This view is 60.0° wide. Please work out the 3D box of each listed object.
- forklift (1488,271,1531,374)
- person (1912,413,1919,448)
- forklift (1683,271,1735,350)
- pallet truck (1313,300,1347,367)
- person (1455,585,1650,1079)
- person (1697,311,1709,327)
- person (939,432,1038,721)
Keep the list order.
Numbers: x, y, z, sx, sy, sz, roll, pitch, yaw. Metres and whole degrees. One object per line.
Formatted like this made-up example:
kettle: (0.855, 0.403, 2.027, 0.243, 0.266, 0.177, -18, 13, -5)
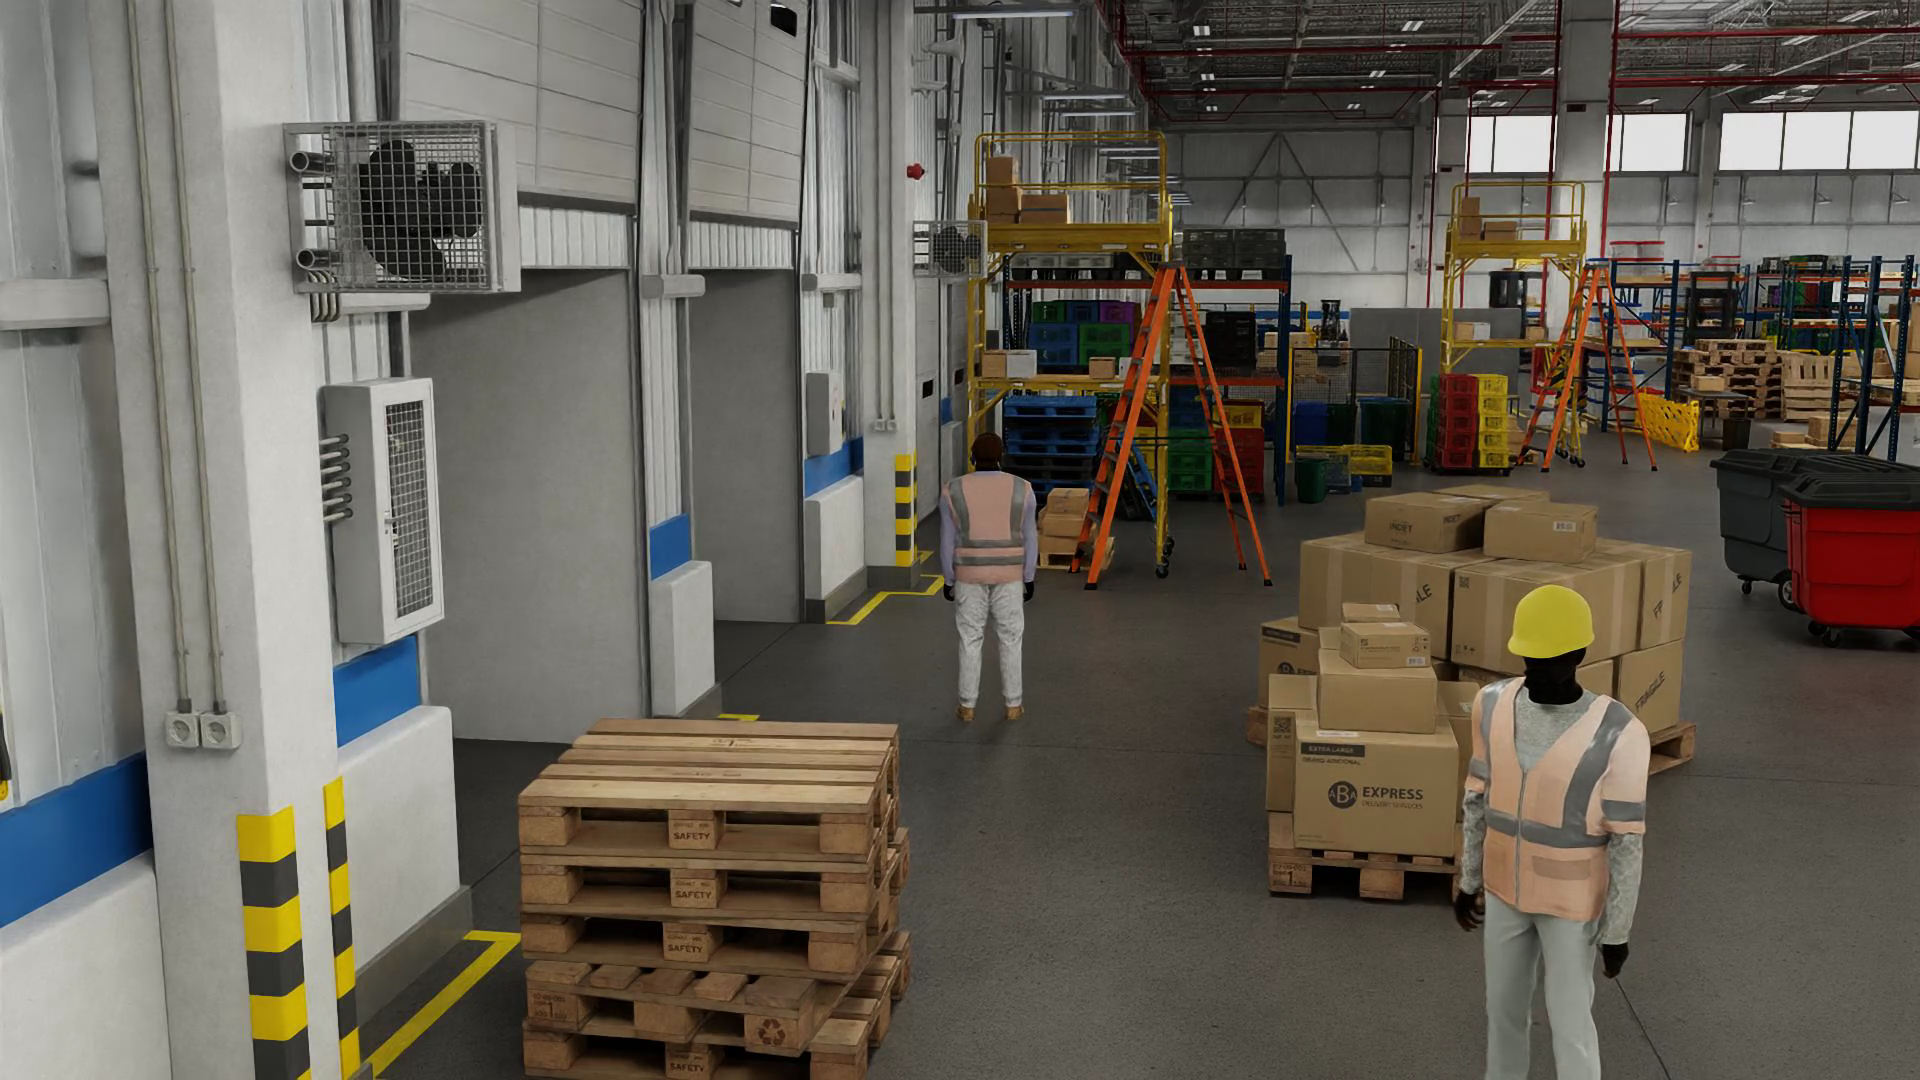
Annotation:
forklift: (14.766, -5.938, 45.386, 1.873, 2.768, 1.129, -3, 10, -18)
person: (15.554, -2.338, 26.709, 0.321, 1.736, 0.485, 5, 10, 26)
forklift: (17.391, -4.840, 38.619, 1.129, 2.768, 1.873, 4, 10, 24)
pallet truck: (11.159, -6.200, 49.718, 0.823, 1.965, 1.885, 4, 10, 26)
person: (1.784, 1.077, 5.100, 0.389, 1.918, 0.585, -7, 12, -37)
person: (21.519, -5.833, 48.423, 0.546, 1.676, 0.580, 1, 9, 9)
person: (0.178, 0.235, 10.512, 0.627, 1.844, 0.429, 0, 9, -3)
